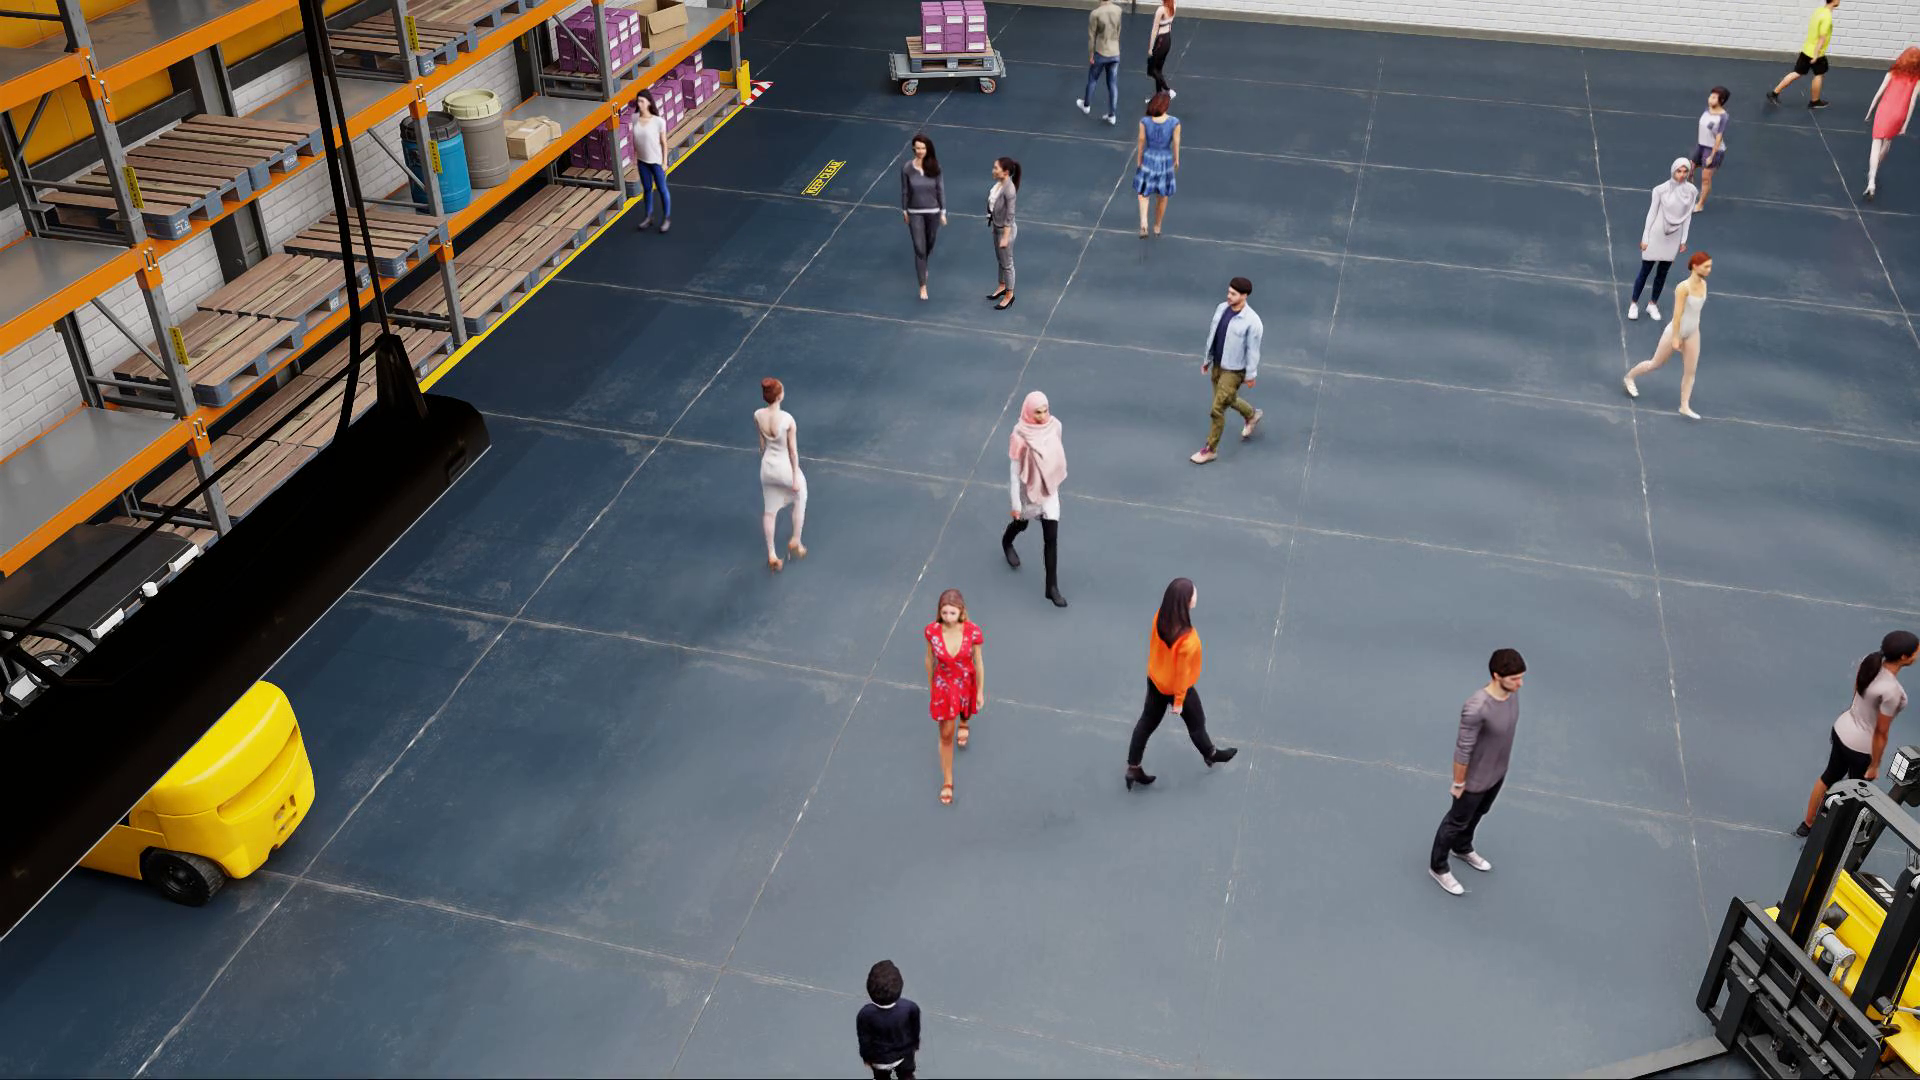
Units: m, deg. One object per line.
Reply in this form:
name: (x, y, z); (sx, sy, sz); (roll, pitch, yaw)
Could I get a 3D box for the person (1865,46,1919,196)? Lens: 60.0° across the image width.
person: (11.409, -5.102, 20.437); (0.673, 1.780, 1.135); (12, 35, 17)

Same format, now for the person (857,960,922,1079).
person: (-0.367, 2.791, 9.070); (0.678, 1.216, 0.829); (-6, 34, -8)

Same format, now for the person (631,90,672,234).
person: (-3.619, -4.446, 19.535); (0.618, 1.685, 0.547); (12, 35, 17)

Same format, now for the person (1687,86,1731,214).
person: (9.092, -4.713, 20.054); (0.738, 1.555, 0.663); (-12, 36, -18)

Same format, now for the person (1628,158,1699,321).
person: (7.425, -3.178, 17.546); (0.644, 1.775, 0.590); (3, 34, 4)

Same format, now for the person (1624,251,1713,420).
person: (6.812, -1.988, 15.907); (0.996, 1.607, 1.078); (-16, 37, -23)

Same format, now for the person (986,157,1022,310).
person: (0.475, -3.305, 17.822); (0.779, 1.680, 0.683); (-8, 34, -12)

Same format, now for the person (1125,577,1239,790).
person: (1.354, 1.018, 11.293); (1.097, 1.709, 1.101); (-13, 36, -19)

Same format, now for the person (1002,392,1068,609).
person: (0.546, -0.398, 13.379); (1.172, 1.759, 1.248); (-17, 37, -24)

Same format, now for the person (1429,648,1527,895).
person: (3.304, 1.425, 10.555); (0.658, 1.848, 0.790); (-28, 43, -35)

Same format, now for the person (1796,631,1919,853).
person: (5.808, 1.322, 10.806); (0.769, 1.742, 0.613); (-1, 34, -2)

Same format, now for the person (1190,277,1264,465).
person: (2.513, -1.579, 15.131); (1.213, 1.786, 1.141); (-18, 38, -25)

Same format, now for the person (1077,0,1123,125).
person: (2.026, -6.564, 22.590); (1.064, 1.831, 1.160); (-13, 36, -18)

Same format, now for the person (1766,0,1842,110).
person: (11.774, -6.800, 23.082); (0.912, 1.678, 1.111); (-2, 34, -4)

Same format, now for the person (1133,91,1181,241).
person: (2.265, -4.252, 19.145); (0.702, 1.793, 0.848); (5, 34, 8)

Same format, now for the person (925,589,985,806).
person: (-0.010, 0.966, 11.509); (0.724, 1.556, 1.109); (1, 34, 2)

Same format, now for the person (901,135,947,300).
person: (-0.406, -3.598, 18.221); (0.949, 1.727, 1.191); (-7, 34, -10)

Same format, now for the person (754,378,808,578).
person: (-1.524, -0.476, 13.482); (0.684, 1.774, 0.754); (18, 38, 25)

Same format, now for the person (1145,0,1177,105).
person: (2.862, -6.828, 23.072); (0.834, 1.736, 0.815); (24, 41, 32)
